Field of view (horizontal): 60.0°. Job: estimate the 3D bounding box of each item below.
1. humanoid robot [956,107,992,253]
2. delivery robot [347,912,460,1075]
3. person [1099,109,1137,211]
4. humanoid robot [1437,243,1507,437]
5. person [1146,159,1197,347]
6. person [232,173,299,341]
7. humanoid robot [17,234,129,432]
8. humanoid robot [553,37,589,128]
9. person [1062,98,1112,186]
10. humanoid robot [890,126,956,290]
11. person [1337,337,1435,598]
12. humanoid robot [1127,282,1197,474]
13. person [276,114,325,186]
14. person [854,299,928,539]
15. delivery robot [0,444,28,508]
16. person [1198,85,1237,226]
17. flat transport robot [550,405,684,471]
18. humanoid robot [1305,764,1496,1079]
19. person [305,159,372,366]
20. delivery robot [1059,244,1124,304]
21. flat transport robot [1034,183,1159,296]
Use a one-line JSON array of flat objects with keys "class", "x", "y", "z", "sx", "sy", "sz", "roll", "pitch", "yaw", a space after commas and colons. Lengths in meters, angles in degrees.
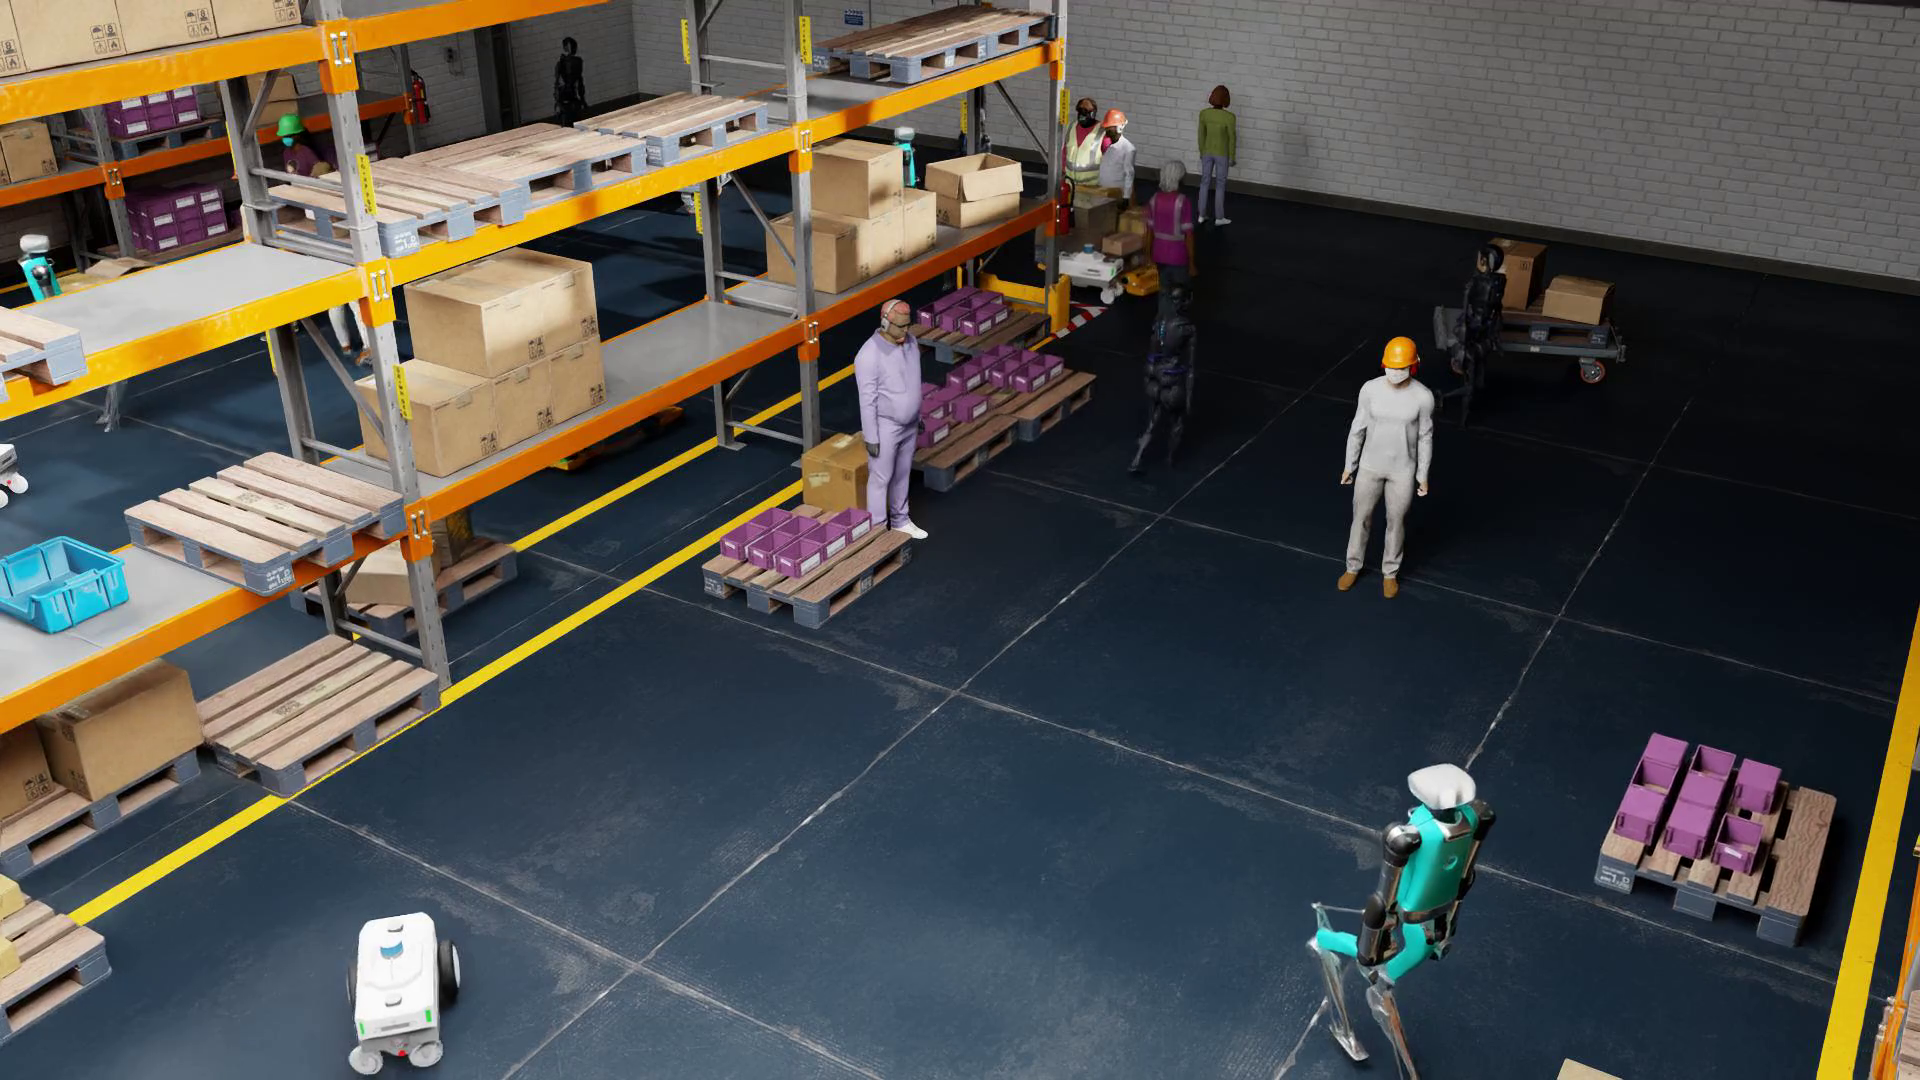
[{"class": "humanoid robot", "x": 0.143, "y": -3.994, "z": 18.525, "sx": 0.308, "sy": 1.648, "sz": 0.609, "roll": -22, "pitch": 35, "yaw": -37}, {"class": "delivery robot", "x": -2.631, "y": 2.090, "z": 7.785, "sx": 0.516, "sy": 0.614, "sz": 0.785, "roll": -7, "pitch": 28, "yaw": -14}, {"class": "person", "x": 1.639, "y": -3.788, "z": 18.020, "sx": 0.325, "sy": 1.752, "sz": 0.562, "roll": -19, "pitch": 33, "yaw": -33}, {"class": "humanoid robot", "x": 4.290, "y": -1.718, "z": 14.038, "sx": 0.589, "sy": 1.634, "sz": 0.563, "roll": -21, "pitch": 33, "yaw": -35}, {"class": "person", "x": 2.009, "y": -2.702, "z": 15.793, "sx": 0.558, "sy": 1.830, "sz": 0.636, "roll": 22, "pitch": 34, "yaw": 36}, {"class": "person", "x": -6.727, "y": -2.793, "z": 16.059, "sx": 0.336, "sy": 1.752, "sz": 0.563, "roll": 3, "pitch": 27, "yaw": 5}, {"class": "humanoid robot", "x": -7.343, "y": -1.738, "z": 13.991, "sx": 0.738, "sy": 1.780, "sz": 0.553, "roll": -18, "pitch": 32, "yaw": -32}, {"class": "humanoid robot", "x": -5.256, "y": -5.875, "z": 22.228, "sx": 0.447, "sy": 1.643, "sz": 0.611, "roll": 13, "pitch": 30, "yaw": 25}, {"class": "person", "x": 1.352, "y": -3.883, "z": 18.113, "sx": 0.624, "sy": 1.843, "sz": 0.429, "roll": 18, "pitch": 32, "yaw": 31}, {"class": "humanoid robot", "x": -0.310, "y": -3.431, "z": 17.407, "sx": 0.839, "sy": 1.817, "sz": 0.532, "roll": -6, "pitch": 27, "yaw": -11}, {"class": "person", "x": 2.923, "y": -0.495, "z": 11.379, "sx": 0.584, "sy": 1.894, "sz": 0.373, "roll": 9, "pitch": 28, "yaw": 17}, {"class": "humanoid robot", "x": 1.595, "y": -1.256, "z": 13.172, "sx": 0.571, "sy": 1.651, "sz": 0.608, "roll": -10, "pitch": 29, "yaw": -19}, {"class": "person", "x": -6.673, "y": -3.483, "z": 17.241, "sx": 0.518, "sy": 1.922, "sz": 0.814, "roll": 17, "pitch": 31, "yaw": 30}, {"class": "person", "x": -0.464, "y": -0.824, "z": 12.022, "sx": 0.410, "sy": 1.902, "sz": 0.638, "roll": 17, "pitch": 32, "yaw": 30}, {"class": "delivery robot", "x": -7.761, "y": -0.560, "z": 12.979, "sx": 0.782, "sy": 0.589, "sz": 0.499, "roll": 2, "pitch": 27, "yaw": 4}, {"class": "person", "x": 3.027, "y": -4.535, "z": 19.623, "sx": 0.498, "sy": 1.633, "sz": 0.288, "roll": 19, "pitch": 33, "yaw": 33}, {"class": "flat transport robot", "x": -3.063, "y": -0.974, "z": 14.117, "sx": 0.659, "sy": 0.231, "sz": 1.431, "roll": 16, "pitch": 31, "yaw": 28}, {"class": "humanoid robot", "x": 1.862, "y": 1.663, "z": 7.315, "sx": 0.539, "sy": 1.786, "sz": 0.859, "roll": -13, "pitch": 30, "yaw": -23}, {"class": "person", "x": -5.747, "y": -2.557, "z": 15.439, "sx": 0.630, "sy": 1.903, "sz": 0.870, "roll": -13, "pitch": 30, "yaw": -25}, {"class": "delivery robot", "x": 1.318, "y": -2.792, "z": 17.400, "sx": 0.812, "sy": 0.609, "sz": 0.499, "roll": 12, "pitch": 29, "yaw": 22}, {"class": "flat transport robot", "x": 1.594, "y": -2.943, "z": 17.997, "sx": 1.431, "sy": 0.231, "sz": 0.659, "roll": 22, "pitch": 34, "yaw": 36}]
